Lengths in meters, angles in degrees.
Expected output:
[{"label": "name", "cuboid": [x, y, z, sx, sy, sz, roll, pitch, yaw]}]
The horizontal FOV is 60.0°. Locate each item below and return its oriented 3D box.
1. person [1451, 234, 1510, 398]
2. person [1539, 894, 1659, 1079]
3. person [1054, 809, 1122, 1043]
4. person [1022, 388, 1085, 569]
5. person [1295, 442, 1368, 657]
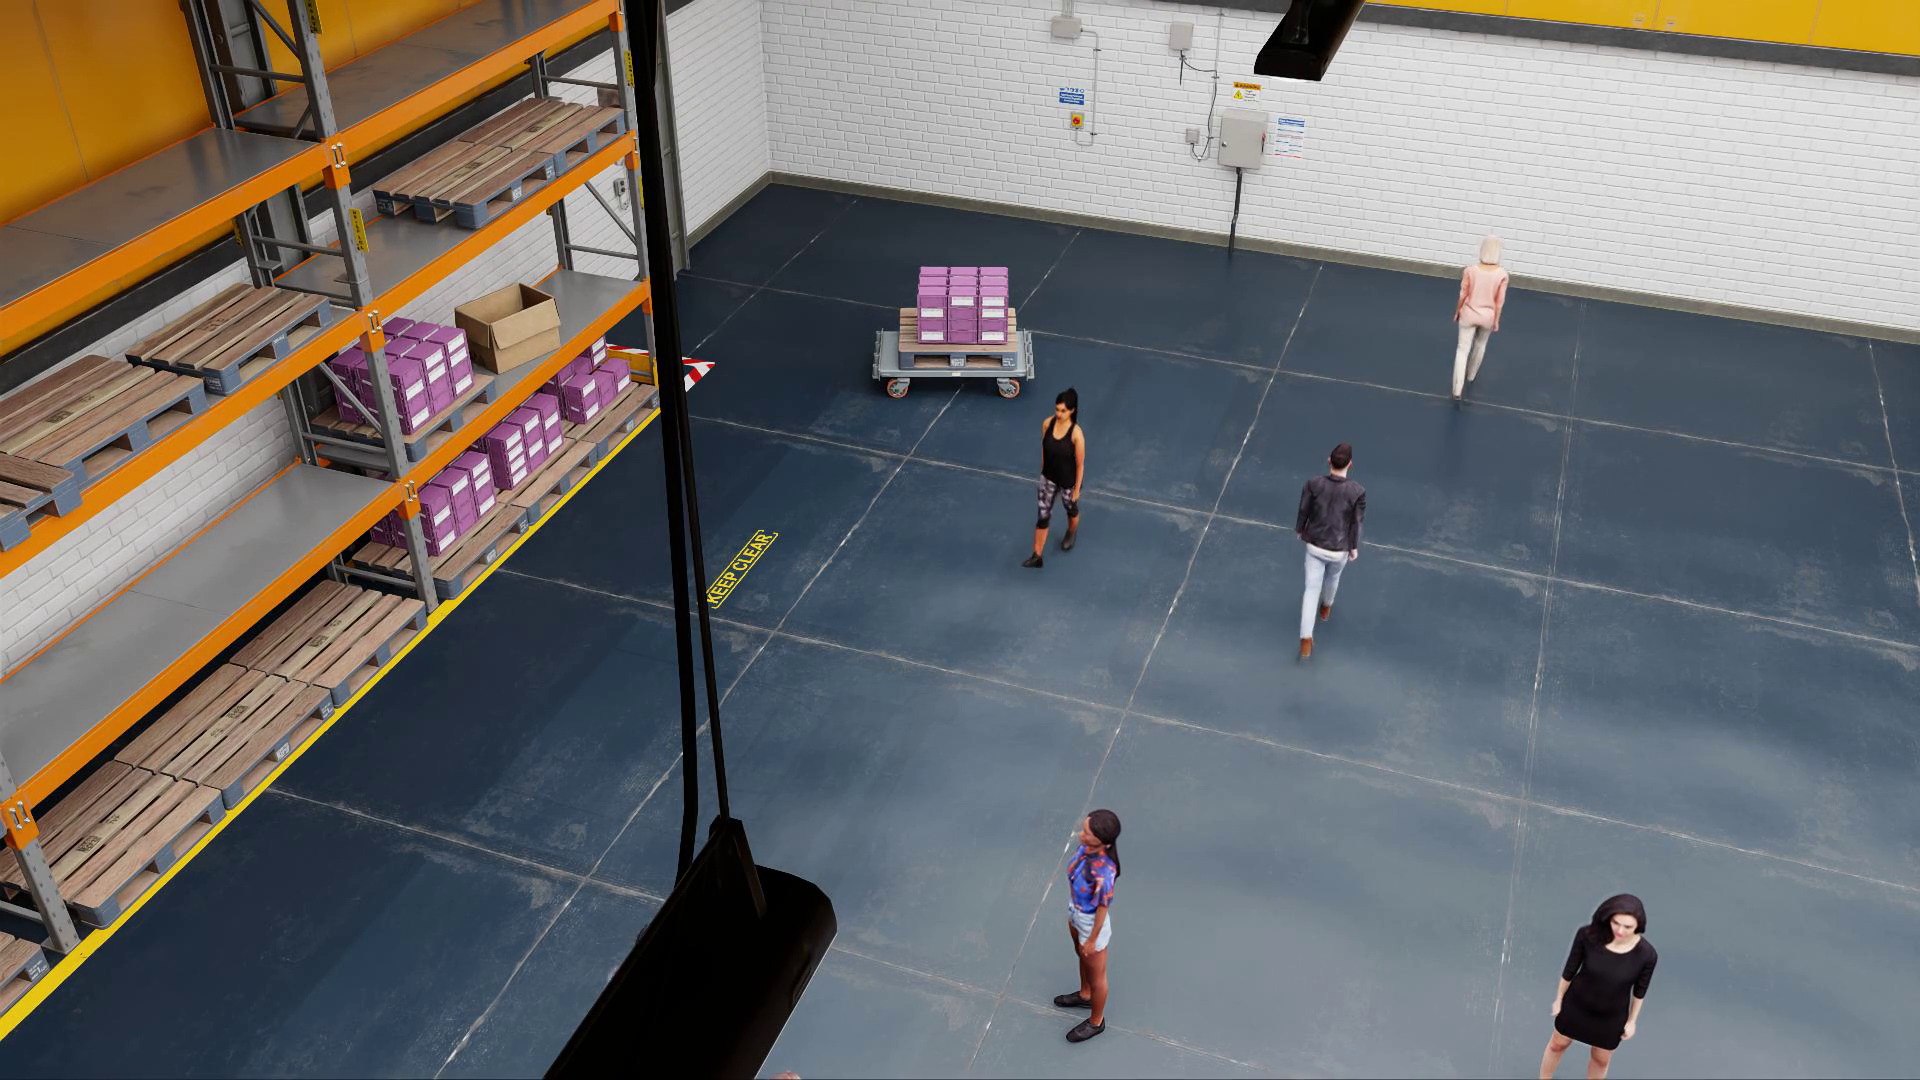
[{"label": "person", "cuboid": [5.166, -2.204, 16.650, 0.628, 1.692, 1.042, 9, 35, 14]}, {"label": "person", "cuboid": [3.544, 2.629, 9.276, 0.617, 1.806, 0.539, 17, 37, 23]}, {"label": "person", "cuboid": [0.779, 2.262, 9.886, 0.729, 1.742, 0.629, -7, 34, -11]}, {"label": "person", "cuboid": [0.914, -0.569, 14.250, 0.752, 1.627, 1.100, 19, 38, 26]}, {"label": "person", "cuboid": [2.871, 0.101, 13.085, 0.712, 1.800, 1.118, 10, 35, 14]}]
